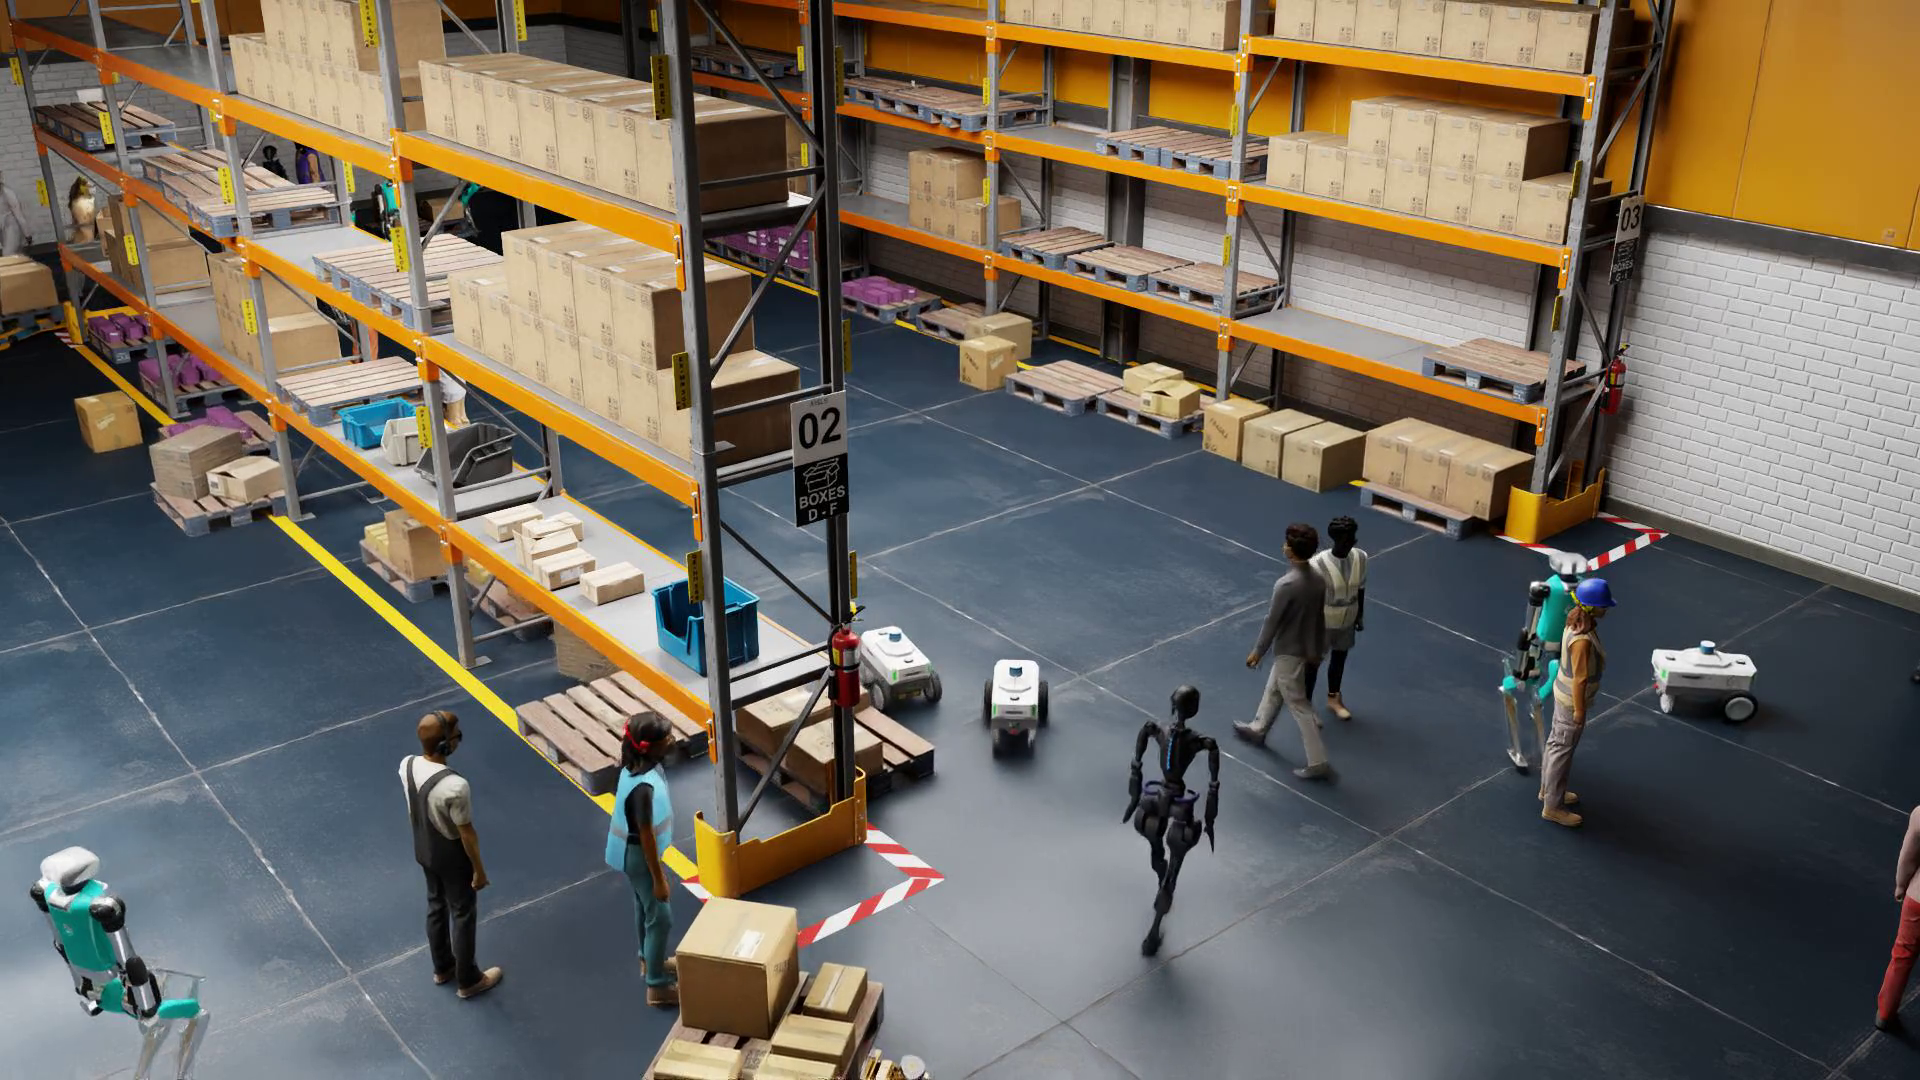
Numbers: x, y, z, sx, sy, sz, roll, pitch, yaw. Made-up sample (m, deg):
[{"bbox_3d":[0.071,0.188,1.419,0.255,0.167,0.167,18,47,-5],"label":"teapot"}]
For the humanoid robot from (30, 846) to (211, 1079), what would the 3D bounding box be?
[{"bbox_3d":[-4.210,2.234,8.557,0.530,1.727,0.731,10,25,21],"label":"humanoid robot"}]

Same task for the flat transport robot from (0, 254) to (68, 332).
[{"bbox_3d":[-12.651,-2.872,22.293,1.431,0.231,0.659,-21,31,-40],"label":"flat transport robot"}]

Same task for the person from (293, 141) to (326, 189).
[{"bbox_3d":[-10.393,-5.641,26.628,0.435,1.922,0.540,-21,31,-40],"label":"person"}]

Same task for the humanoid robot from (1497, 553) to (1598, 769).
[{"bbox_3d":[4.105,0.847,11.847,0.544,1.810,0.705,-3,24,-8],"label":"humanoid robot"}]

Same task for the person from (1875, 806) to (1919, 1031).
[{"bbox_3d":[5.407,1.998,9.139,0.321,1.760,0.522,-19,30,-37],"label":"person"}]

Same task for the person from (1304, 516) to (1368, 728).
[{"bbox_3d":[2.796,0.595,12.466,0.533,1.693,0.320,-10,25,-21],"label":"person"}]

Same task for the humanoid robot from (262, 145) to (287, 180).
[{"bbox_3d":[-10.852,-5.457,26.519,0.601,1.661,0.355,13,26,27],"label":"humanoid robot"}]

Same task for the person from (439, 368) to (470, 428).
[{"bbox_3d":[-5.338,-1.541,17.349,0.335,1.741,0.562,0,23,-1],"label":"person"}]

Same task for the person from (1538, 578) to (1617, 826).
[{"bbox_3d":[4.168,1.074,11.252,0.305,1.778,0.462,6,24,14],"label":"person"}]

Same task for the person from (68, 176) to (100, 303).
[{"bbox_3d":[-12.240,-4.233,23.503,1.019,1.815,0.543,1,23,2],"label":"person"}]

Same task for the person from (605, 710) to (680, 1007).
[{"bbox_3d":[-1.770,1.812,9.456,0.456,1.861,0.617,-2,23,-5],"label":"person"}]

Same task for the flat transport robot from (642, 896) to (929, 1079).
[{"bbox_3d":[-0.935,2.938,8.841,1.431,0.231,0.659,5,24,12],"label":"flat transport robot"}]

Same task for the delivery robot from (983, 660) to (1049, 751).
[{"bbox_3d":[0.417,1.195,12.496,0.499,0.580,0.757,1,23,3],"label":"delivery robot"}]

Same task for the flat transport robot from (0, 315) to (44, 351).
[{"bbox_3d":[-12.636,-2.774,22.066,0.659,0.231,1.431,4,24,8],"label":"flat transport robot"}]

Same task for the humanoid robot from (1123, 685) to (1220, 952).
[{"bbox_3d":[1.285,1.639,10.125,0.612,1.613,0.784,12,26,25],"label":"humanoid robot"}]

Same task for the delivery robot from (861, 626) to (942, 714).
[{"bbox_3d":[-0.496,0.975,13.005,0.499,0.579,0.753,-10,25,-23],"label":"delivery robot"}]

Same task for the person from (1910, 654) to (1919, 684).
[{"bbox_3d":[7.819,0.264,12.948,0.548,1.927,0.390,14,27,29],"label":"person"}]

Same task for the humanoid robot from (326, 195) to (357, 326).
[{"bbox_3d":[-8.482,-3.783,22.524,0.741,1.764,0.534,2,23,5],"label":"humanoid robot"}]

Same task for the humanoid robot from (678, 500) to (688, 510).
[{"bbox_3d":[-2.627,-1.060,16.326,0.589,1.647,0.353,-17,29,-34],"label":"humanoid robot"}]

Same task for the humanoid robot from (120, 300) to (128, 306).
[{"bbox_3d":[-11.458,-3.944,23.026,0.620,1.640,0.584,-6,24,-13],"label":"humanoid robot"}]

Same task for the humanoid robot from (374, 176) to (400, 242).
[{"bbox_3d":[-8.064,-4.377,23.934,0.614,1.775,0.851,-4,24,-10],"label":"humanoid robot"}]

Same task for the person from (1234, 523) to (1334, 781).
[{"bbox_3d":[2.386,0.777,11.859,0.553,1.864,0.947,-21,31,-40],"label":"person"}]

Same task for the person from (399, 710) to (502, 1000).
[{"bbox_3d":[-2.913,1.801,9.504,0.520,1.834,0.365,14,27,29],"label":"person"}]

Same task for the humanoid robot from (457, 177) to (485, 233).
[{"bbox_3d":[-8.189,-5.852,27.490,0.744,1.902,0.542,12,26,26],"label":"humanoid robot"}]

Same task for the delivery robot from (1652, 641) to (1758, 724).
[{"bbox_3d":[5.740,1.064,12.818,0.765,0.594,0.513,3,24,7],"label":"delivery robot"}]

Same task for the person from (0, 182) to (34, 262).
[{"bbox_3d":[-13.688,-4.468,23.996,0.691,1.855,0.900,13,27,28],"label":"person"}]

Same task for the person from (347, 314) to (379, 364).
[{"bbox_3d":[-7.161,-2.681,19.974,0.507,1.758,0.341,11,26,24],"label":"person"}]
